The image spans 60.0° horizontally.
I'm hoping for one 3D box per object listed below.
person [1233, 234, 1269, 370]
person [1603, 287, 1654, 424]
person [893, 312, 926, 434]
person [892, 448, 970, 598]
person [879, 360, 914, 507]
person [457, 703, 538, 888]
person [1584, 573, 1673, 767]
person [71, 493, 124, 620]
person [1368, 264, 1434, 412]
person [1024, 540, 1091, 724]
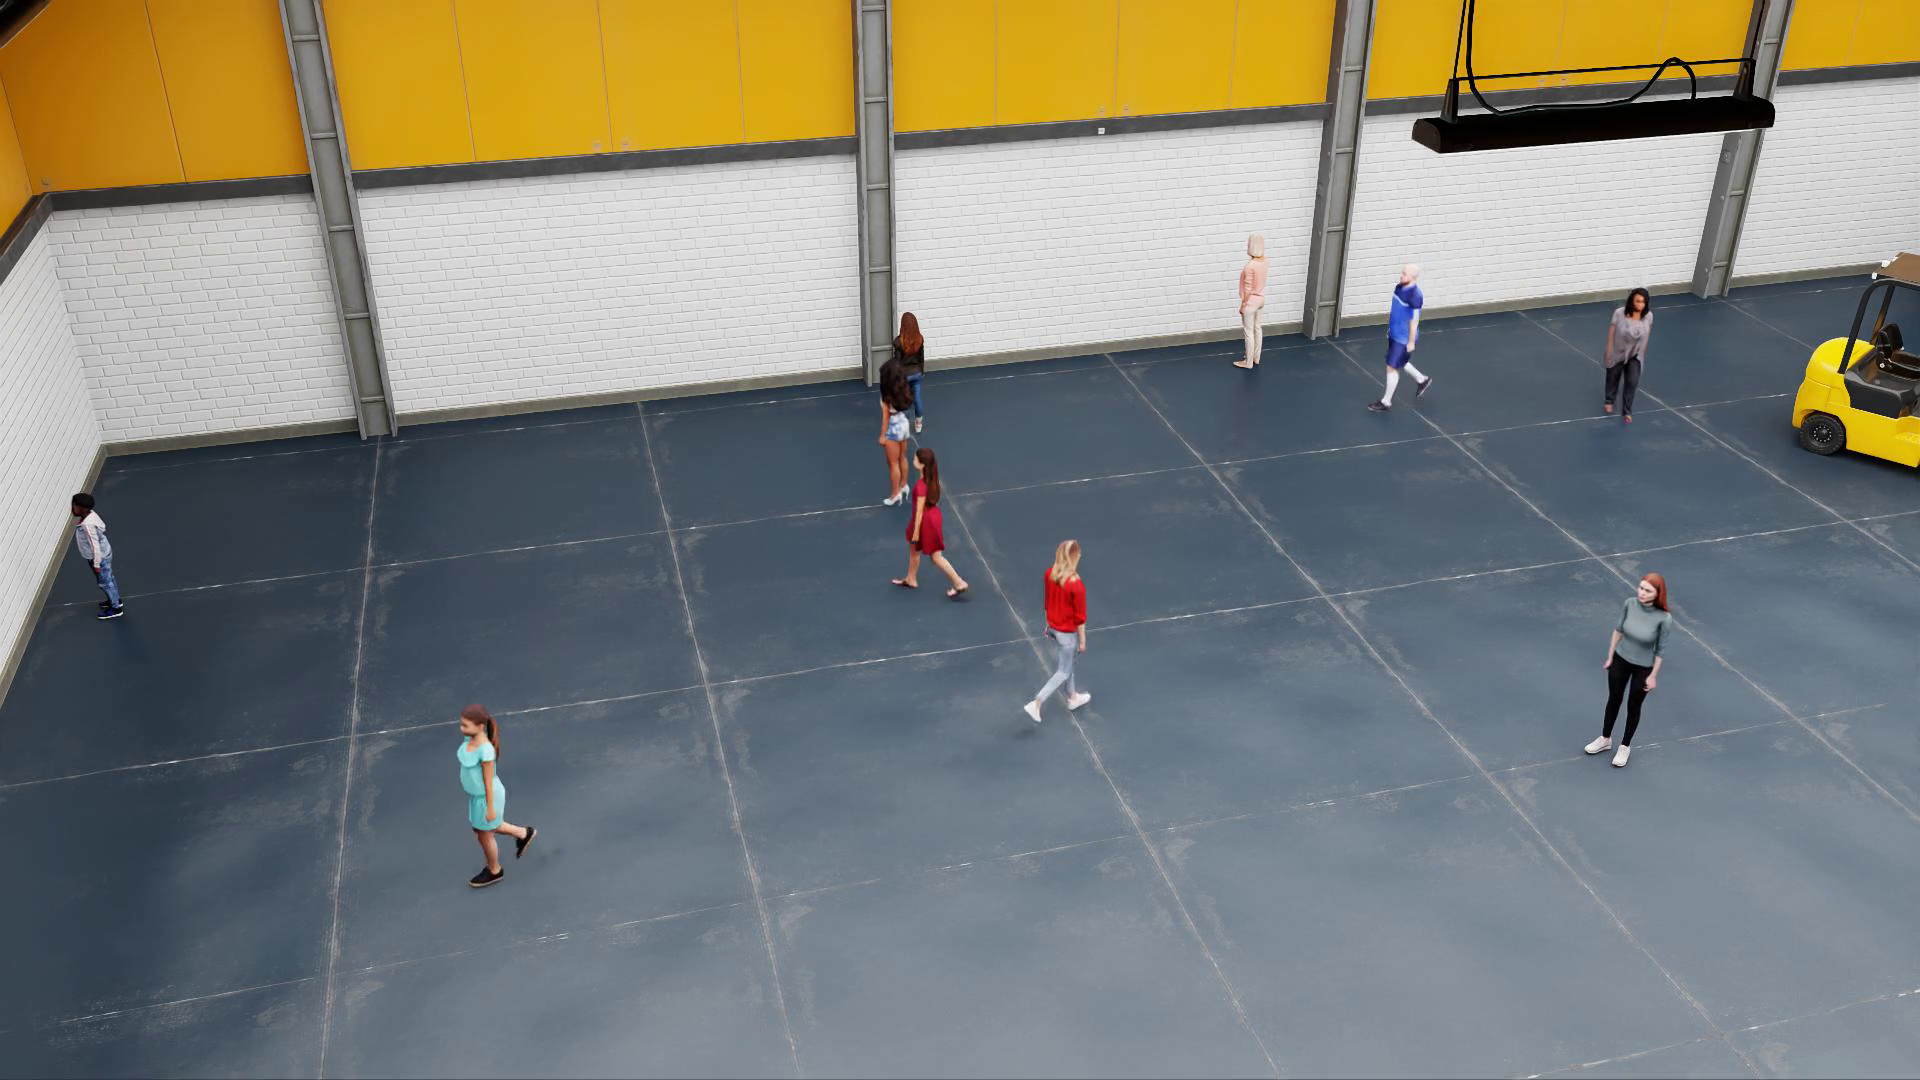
[{"bbox_3d":[3.668,-2.998,20.833,0.737,1.725,0.640,22,36,35],"label":"person"},{"bbox_3d":[7.828,-2.240,19.594,0.907,1.581,0.908,8,30,14],"label":"person"},{"bbox_3d":[-0.579,-1.921,19.112,0.535,1.483,0.673,-16,33,-27],"label":"person"},{"bbox_3d":[-0.247,-0.146,15.810,1.086,1.528,0.885,8,30,14],"label":"person"},{"bbox_3d":[-0.677,-1.131,17.516,0.717,1.625,0.667,12,31,20],"label":"person"},{"bbox_3d":[-3.404,1.841,12.148,0.867,1.548,0.694,-18,33,-29],"label":"person"},{"bbox_3d":[5.442,1.029,13.434,0.666,1.742,0.658,-21,35,-33],"label":"person"},{"bbox_3d":[-8.088,0.126,15.591,0.499,1.260,0.495,-10,30,-18],"label":"person"},{"bbox_3d":[5.284,-2.399,19.633,1.080,1.824,0.758,-4,29,-7],"label":"person"},{"bbox_3d":[0.815,0.796,13.922,1.101,1.682,0.876,-21,35,-34],"label":"person"}]
